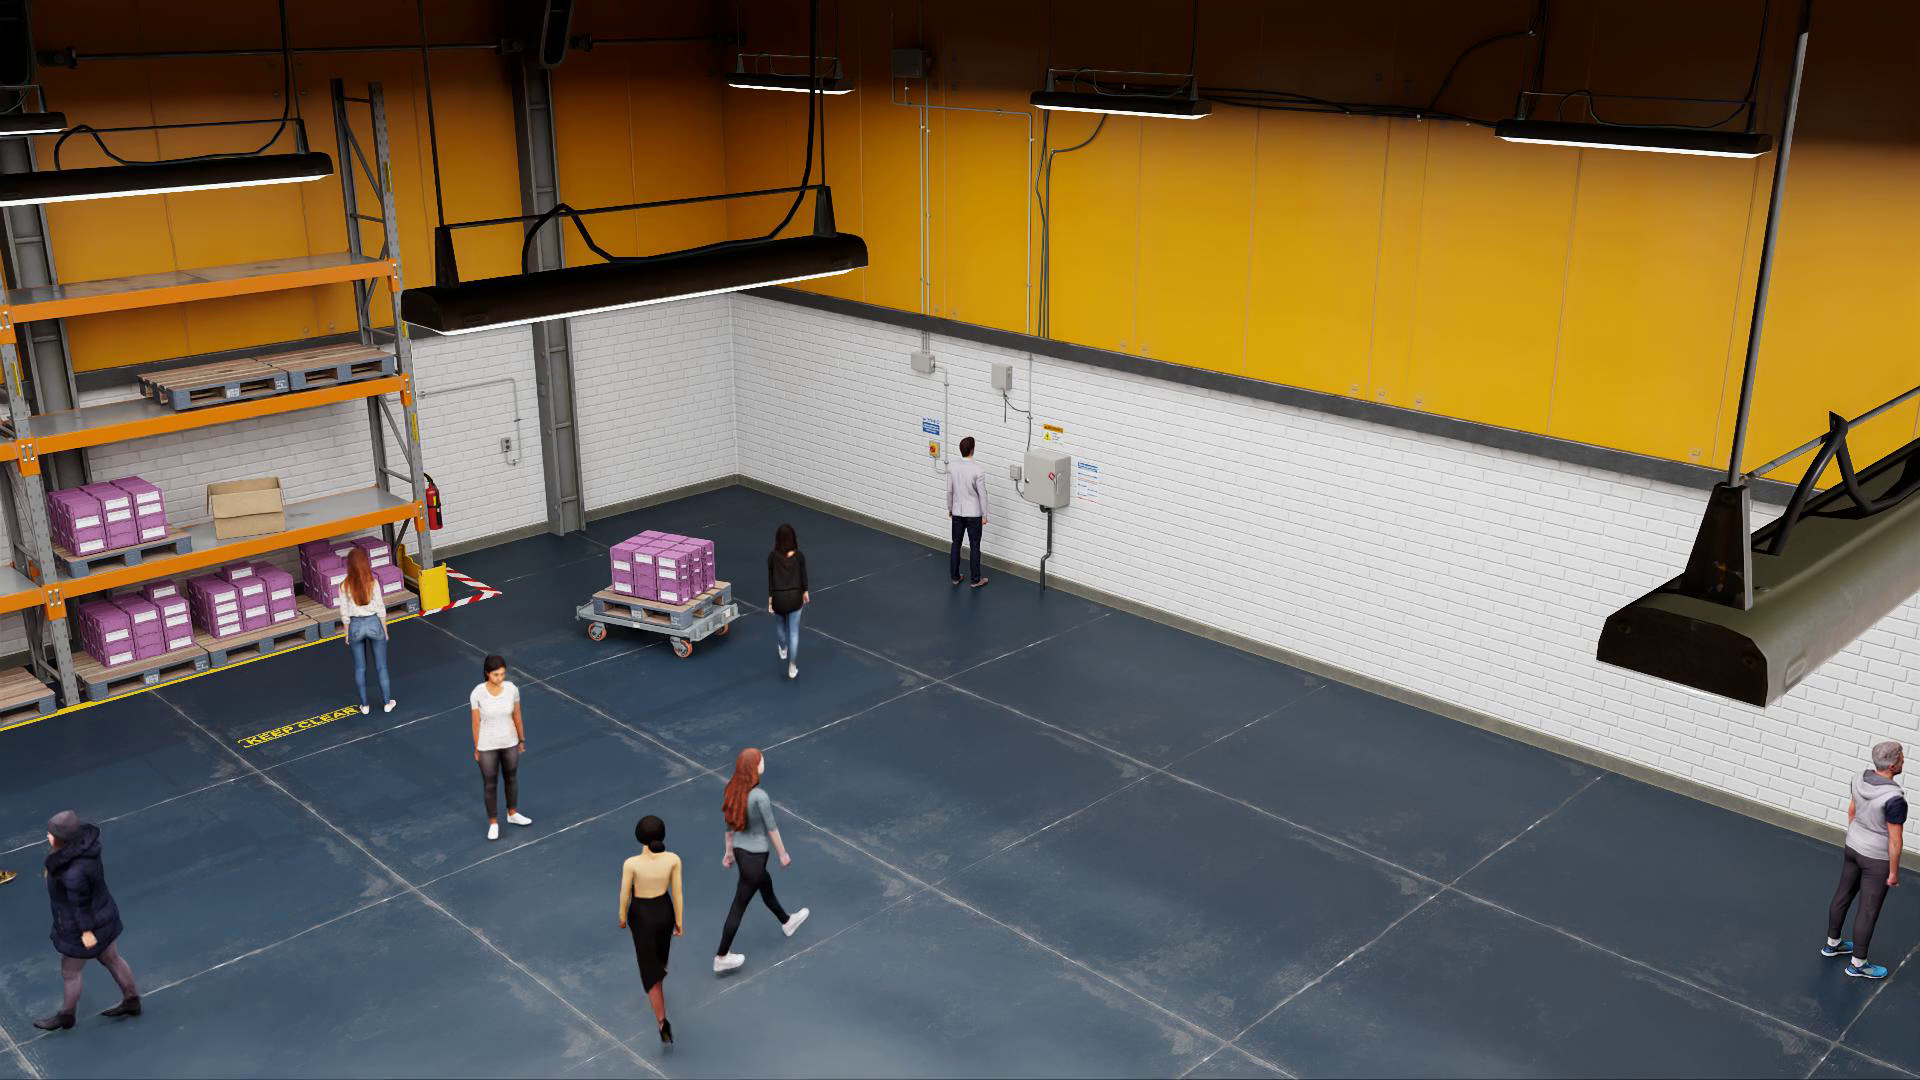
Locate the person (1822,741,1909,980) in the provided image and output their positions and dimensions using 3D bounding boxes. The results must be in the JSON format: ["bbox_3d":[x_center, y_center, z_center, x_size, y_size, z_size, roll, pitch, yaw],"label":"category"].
[{"bbox_3d":[6.699,2.322,12.268,0.791,1.830,0.770,-3,19,-8],"label":"person"}]

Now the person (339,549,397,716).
[{"bbox_3d":[-5.938,0.909,16.628,0.607,1.725,0.713,-4,19,-13],"label":"person"}]

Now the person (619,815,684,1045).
[{"bbox_3d":[-2.111,2.703,11.469,1.024,1.617,0.871,-8,20,-23],"label":"person"}]

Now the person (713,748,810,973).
[{"bbox_3d":[-1.609,2.402,12.251,1.127,1.689,0.574,-17,25,-41],"label":"person"}]

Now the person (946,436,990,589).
[{"bbox_3d":[0.077,-0.350,20.171,0.741,1.850,0.675,9,21,25],"label":"person"}]

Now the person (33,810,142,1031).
[{"bbox_3d":[-6.003,2.641,11.603,1.036,1.651,0.917,-5,19,-15],"label":"person"}]

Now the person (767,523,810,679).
[{"bbox_3d":[-1.816,0.666,17.542,1.052,1.602,1.060,-2,19,-5],"label":"person"}]

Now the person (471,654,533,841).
[{"bbox_3d":[-3.970,1.737,14.306,0.604,1.638,0.718,-11,21,-29],"label":"person"}]
